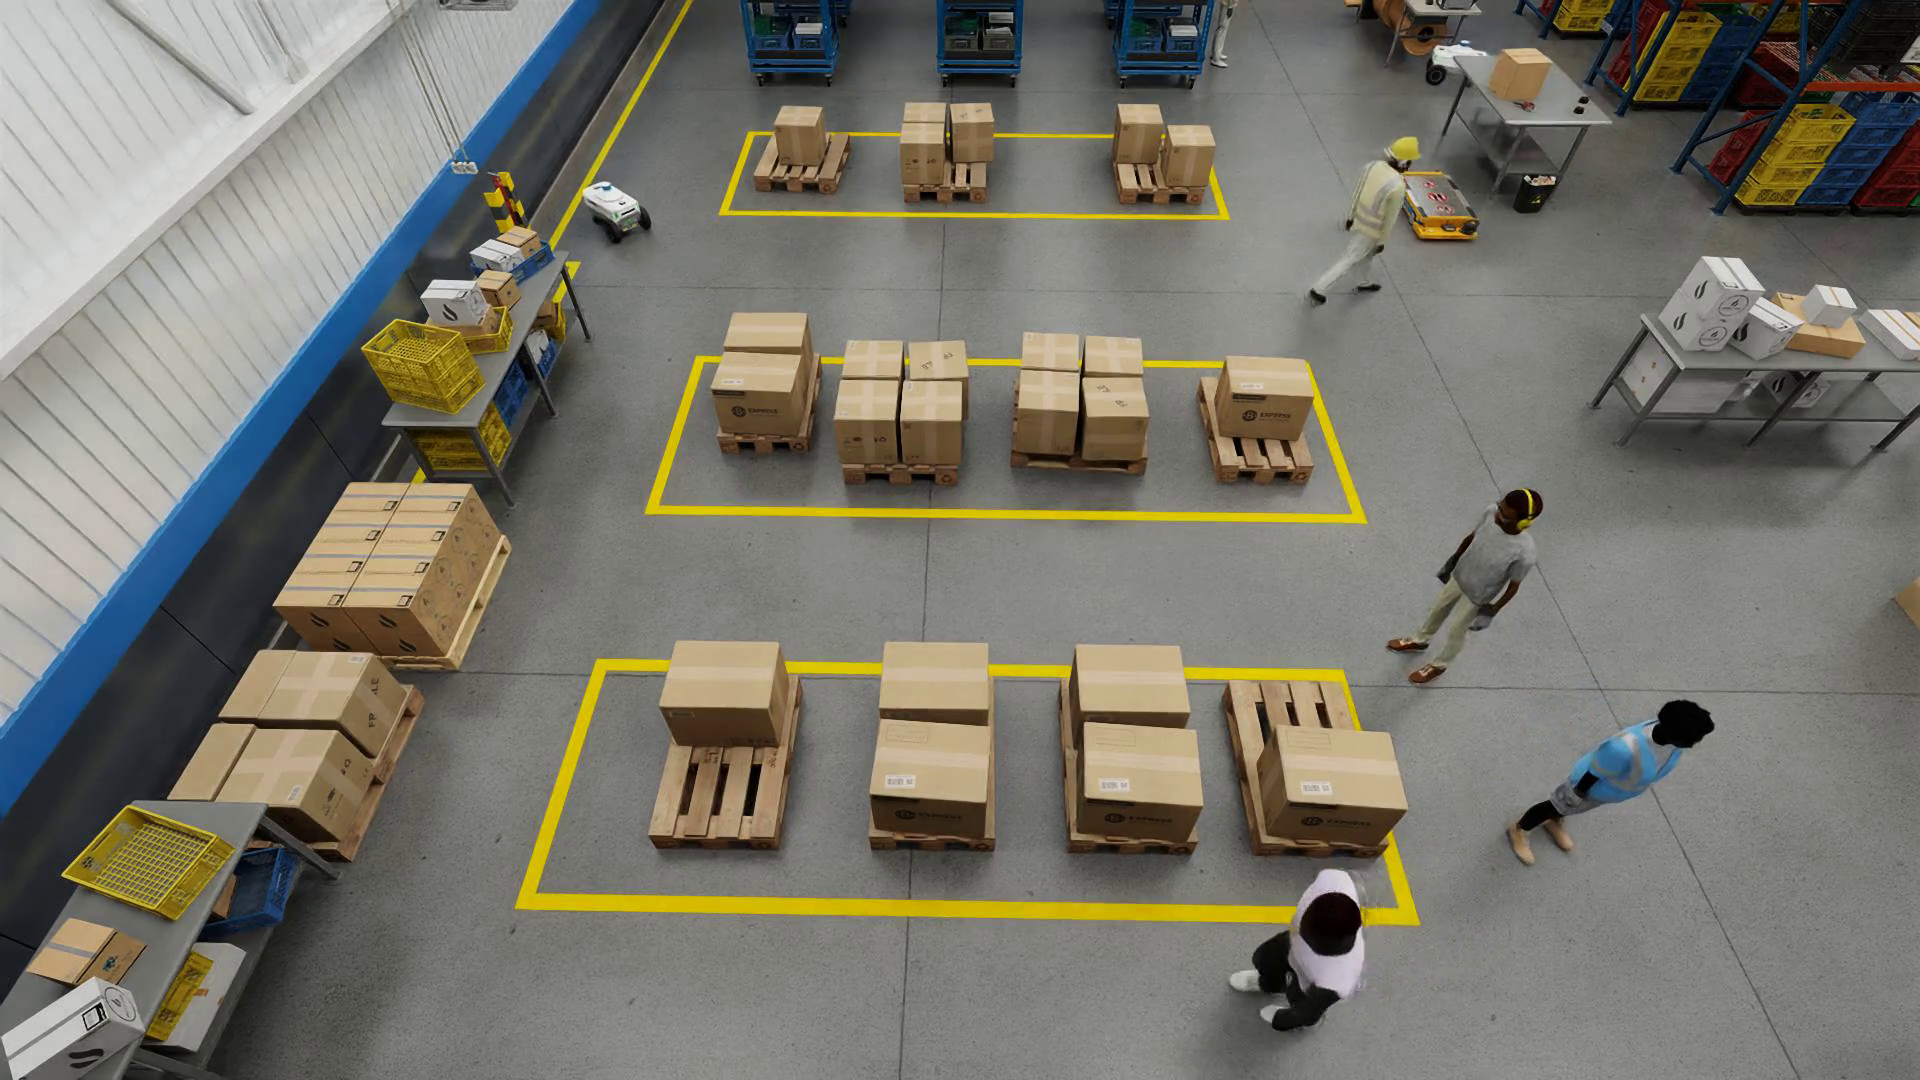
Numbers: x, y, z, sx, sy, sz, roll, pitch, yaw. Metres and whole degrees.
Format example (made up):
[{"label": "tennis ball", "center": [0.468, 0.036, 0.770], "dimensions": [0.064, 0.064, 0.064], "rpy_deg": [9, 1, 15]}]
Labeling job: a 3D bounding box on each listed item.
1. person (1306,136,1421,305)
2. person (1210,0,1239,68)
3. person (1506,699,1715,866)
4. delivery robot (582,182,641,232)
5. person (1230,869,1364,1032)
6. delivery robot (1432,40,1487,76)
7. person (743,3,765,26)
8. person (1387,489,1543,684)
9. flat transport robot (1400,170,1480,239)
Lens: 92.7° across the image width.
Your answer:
[{"label": "person", "center": [4.130, -3.208, 9.299], "dimensions": [0.923, 1.793, 0.592], "rpy_deg": [-7, 49, -6]}, {"label": "person", "center": [3.936, -7.849, 13.406], "dimensions": [0.309, 1.645, 0.515], "rpy_deg": [8, 50, 7]}, {"label": "person", "center": [3.779, 1.411, 5.355], "dimensions": [0.540, 1.696, 0.317], "rpy_deg": [-14, 51, -12]}, {"label": "delivery robot", "center": [-4.055, -3.912, 10.655], "dimensions": [0.707, 0.478, 0.477], "rpy_deg": [34, 57, 26]}, {"label": "person", "center": [1.774, 2.149, 4.600], "dimensions": [0.597, 1.874, 0.609], "rpy_deg": [6, 49, 5]}, {"label": "delivery robot", "center": [7.243, -6.984, 13.314], "dimensions": [0.707, 0.478, 0.477], "rpy_deg": [17, 51, 14]}, {"label": "person", "center": [-3.277, -9.165, 14.360], "dimensions": [0.692, 1.932, 0.724], "rpy_deg": [-13, 50, -11]}, {"label": "person", "center": [3.438, 0.328, 6.185], "dimensions": [0.312, 1.864, 0.532], "rpy_deg": [-9, 50, -8]}, {"label": "flat transport robot", "center": [5.692, -4.094, 11.059], "dimensions": [0.652, 0.197, 1.431], "rpy_deg": [1, 49, 1]}]
